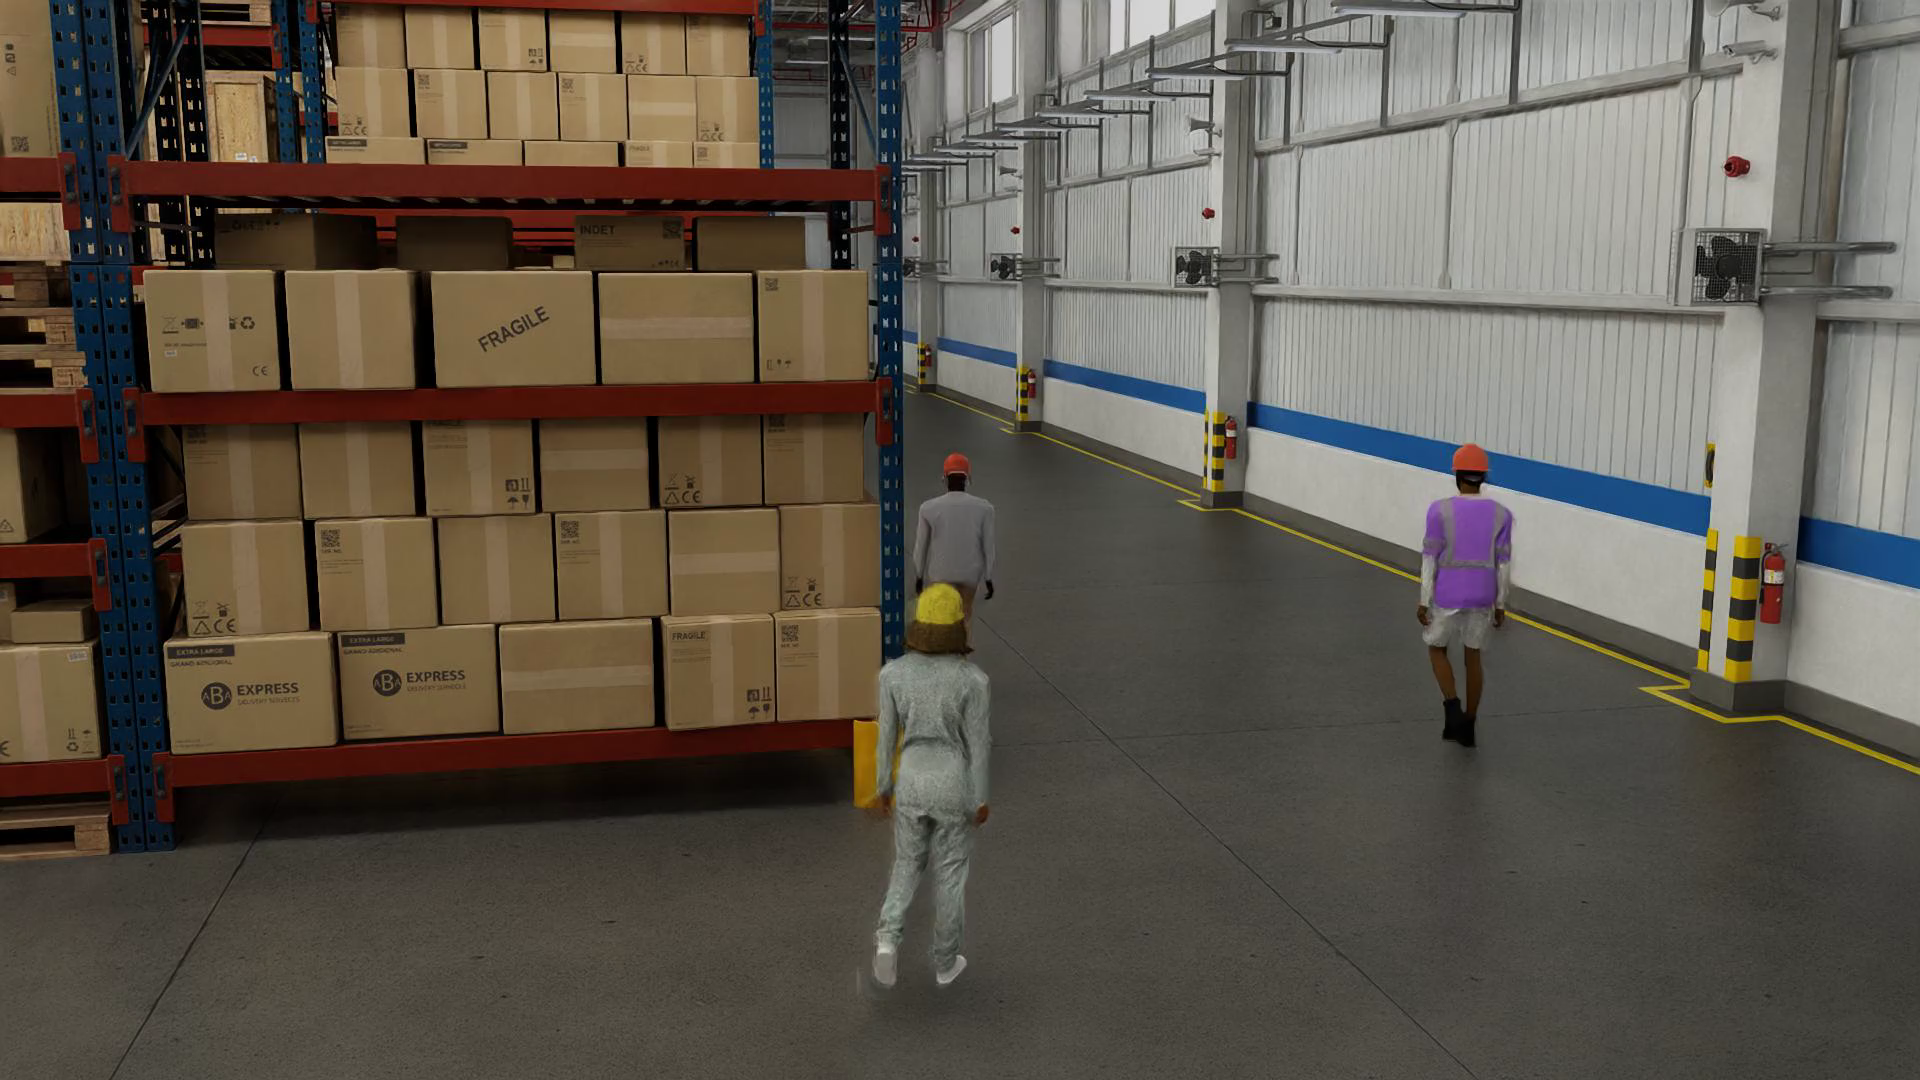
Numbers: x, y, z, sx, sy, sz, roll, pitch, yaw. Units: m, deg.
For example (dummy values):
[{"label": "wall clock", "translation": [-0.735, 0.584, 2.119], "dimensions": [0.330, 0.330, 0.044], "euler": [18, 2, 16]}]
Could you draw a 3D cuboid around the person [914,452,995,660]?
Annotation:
[{"label": "person", "translation": [-0.038, 0.224, 11.999], "dimensions": [0.573, 1.714, 0.875], "euler": [-2, 9, -10]}]

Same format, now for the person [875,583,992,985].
[{"label": "person", "translation": [-0.128, 1.048, 6.912], "dimensions": [0.489, 1.734, 0.508], "euler": [3, 10, 19]}]

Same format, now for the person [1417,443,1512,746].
[{"label": "person", "translation": [3.183, 0.356, 10.520], "dimensions": [0.589, 1.928, 0.504], "euler": [-1, 9, -3]}]
